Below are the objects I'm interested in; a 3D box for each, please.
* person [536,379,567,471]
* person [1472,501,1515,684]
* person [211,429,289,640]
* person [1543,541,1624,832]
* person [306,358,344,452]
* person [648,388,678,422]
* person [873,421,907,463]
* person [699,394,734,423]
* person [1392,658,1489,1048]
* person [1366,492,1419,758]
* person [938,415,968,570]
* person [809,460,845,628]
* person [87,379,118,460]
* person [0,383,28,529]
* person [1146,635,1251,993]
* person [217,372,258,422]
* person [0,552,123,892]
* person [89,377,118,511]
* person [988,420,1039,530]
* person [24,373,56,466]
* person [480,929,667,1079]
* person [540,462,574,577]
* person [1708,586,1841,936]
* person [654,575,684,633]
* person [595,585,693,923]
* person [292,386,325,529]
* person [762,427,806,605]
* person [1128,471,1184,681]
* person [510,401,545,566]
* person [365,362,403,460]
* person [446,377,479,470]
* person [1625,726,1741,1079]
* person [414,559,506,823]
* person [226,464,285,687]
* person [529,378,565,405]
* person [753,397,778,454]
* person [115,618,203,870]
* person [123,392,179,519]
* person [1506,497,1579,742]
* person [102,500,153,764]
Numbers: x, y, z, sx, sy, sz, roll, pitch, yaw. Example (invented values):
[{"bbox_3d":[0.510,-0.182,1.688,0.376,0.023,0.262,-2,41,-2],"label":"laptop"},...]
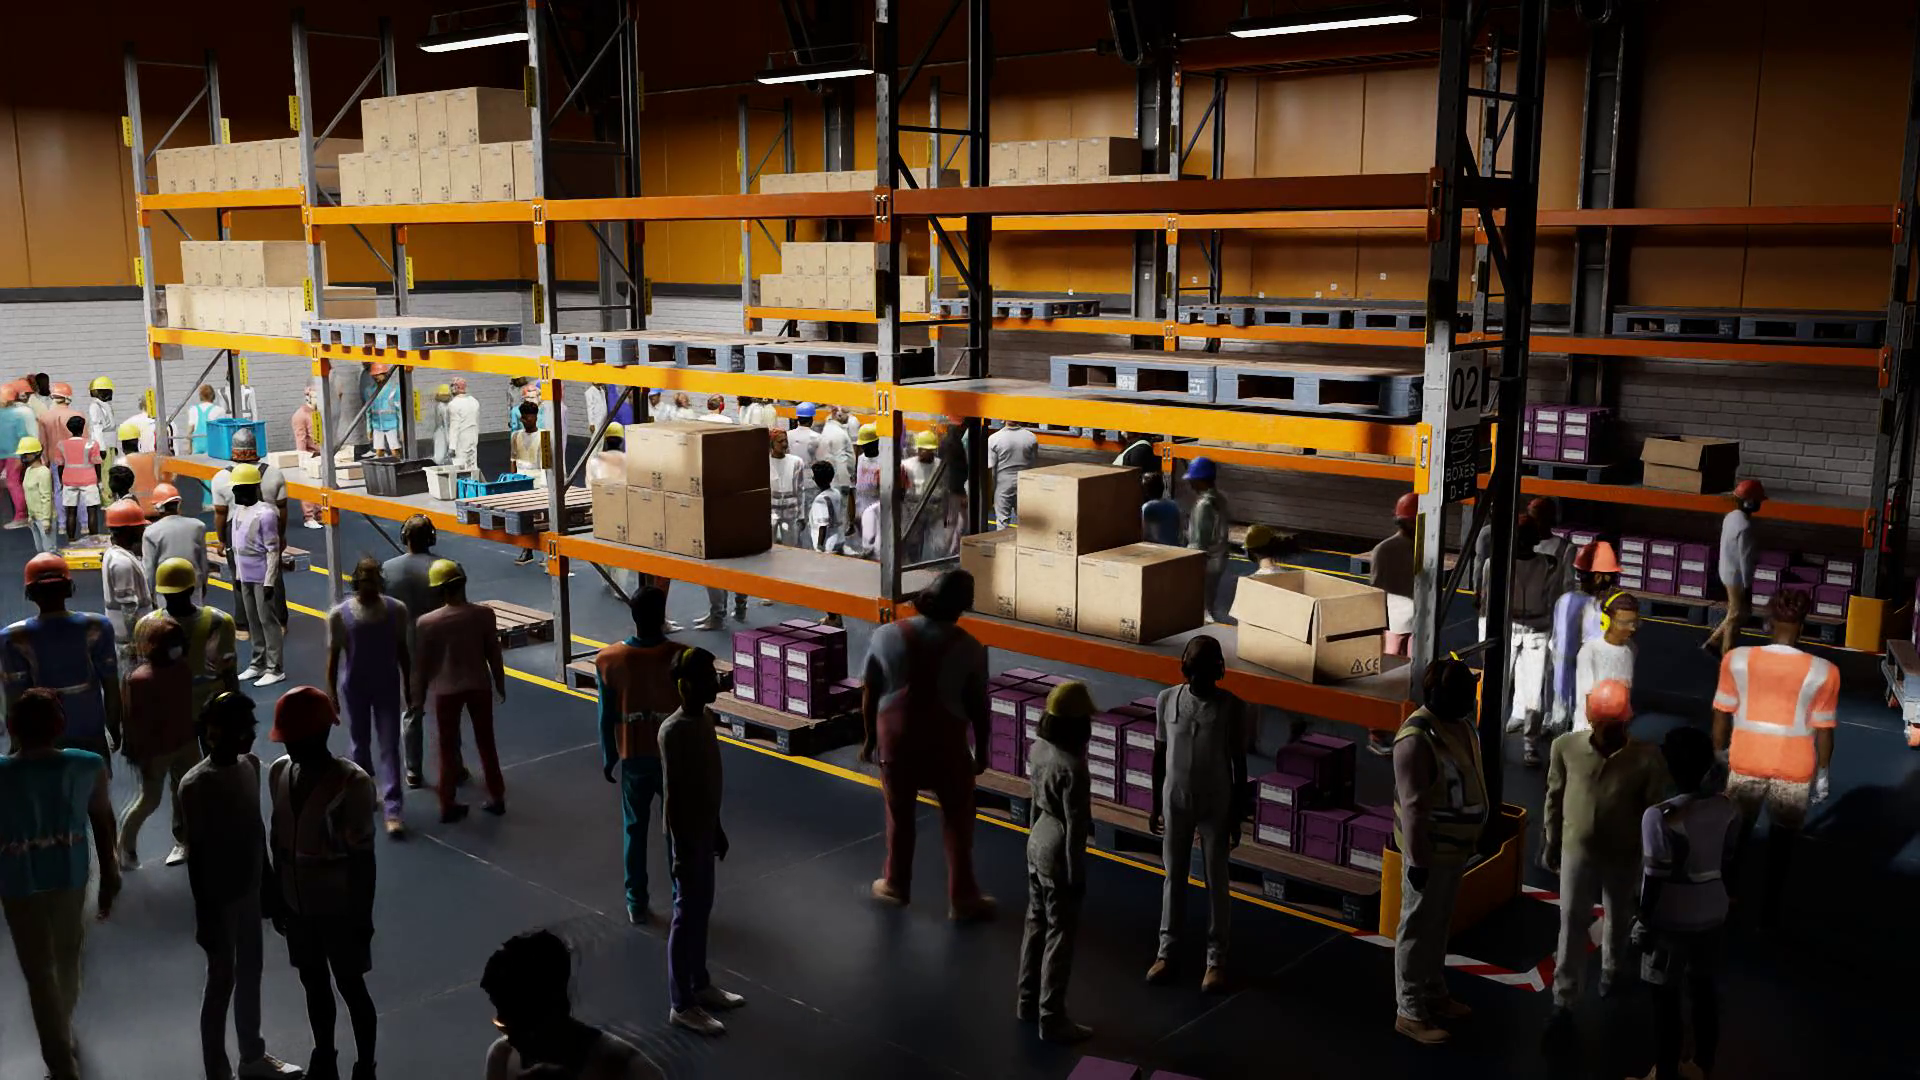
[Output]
[{"bbox_3d":[-5.743,-1.287,23.264,0.419,1.939,0.606,6,12,32],"label":"person"},{"bbox_3d":[4.640,0.395,14.314,0.577,1.742,0.364,-3,11,-19],"label":"person"},{"bbox_3d":[-6.844,-0.062,16.041,0.672,2.000,0.536,-7,12,-34],"label":"person"},{"bbox_3d":[3.963,0.961,10.550,0.379,1.938,0.547,-2,10,-9],"label":"person"},{"bbox_3d":[-10.612,-2.123,27.695,0.536,2.000,0.691,6,12,31],"label":"person"},{"bbox_3d":[-4.194,-1.246,23.030,0.646,1.932,0.443,2,10,14],"label":"person"},{"bbox_3d":[-0.875,-0.917,21.211,0.549,1.927,0.393,-9,14,-42],"label":"person"},{"bbox_3d":[-3.225,-1.004,21.956,0.560,1.836,0.394,4,11,24],"label":"person"},{"bbox_3d":[2.300,1.466,7.967,0.429,1.844,0.624,7,12,35],"label":"person"},{"bbox_3d":[3.306,0.623,12.337,0.627,1.985,0.409,-5,11,-27],"label":"person"},{"bbox_3d":[-0.030,-0.586,19.235,0.550,1.954,0.632,1,10,6],"label":"person"},{"bbox_3d":[-1.305,0.059,16.332,0.321,1.696,0.530,2,10,13],"label":"person"},{"bbox_3d":[-13.239,-1.614,25.680,0.484,1.737,0.321,9,13,41],"label":"person"},{"bbox_3d":[-12.854,-1.117,22.251,0.738,1.955,0.451,0,10,1],"label":"person"},{"bbox_3d":[1.208,1.377,8.466,0.508,1.845,0.345,4,11,24],"label":"person"},{"bbox_3d":[-11.374,-1.785,26.220,0.574,1.887,0.355,-5,11,-25],"label":"person"},{"bbox_3d":[-5.173,1.078,9.603,0.605,2.040,0.385,-8,13,-37],"label":"person"},{"bbox_3d":[-12.185,-1.370,23.767,0.378,1.925,0.588,-2,10,-12],"label":"person"},{"bbox_3d":[0.604,-0.637,19.673,0.639,1.908,0.409,-3,10,-16],"label":"person"},{"bbox_3d":[-13.644,-1.549,24.868,0.593,1.898,0.446,-9,13,-41],"label":"person"},{"bbox_3d":[-1.037,1.994,4.711,0.651,1.934,0.596,6,12,29],"label":"person"},{"bbox_3d":[-4.644,-0.391,19.026,0.307,1.644,0.514,-6,12,-30],"label":"person"},{"bbox_3d":[4.405,1.221,9.057,0.615,1.952,0.523,8,13,37],"label":"person"},{"bbox_3d":[-2.933,-0.027,16.241,0.409,1.907,0.597,-5,11,-28],"label":"person"},{"bbox_3d":[-1.712,1.199,9.272,0.587,1.914,0.392,0,10,0],"label":"person"},{"bbox_3d":[-8.653,-1.116,22.378,0.399,1.910,0.643,3,10,15],"label":"person"},{"bbox_3d":[-1.909,-0.250,17.552,0.585,1.881,0.343,-4,11,-20],"label":"person"},{"bbox_3d":[1.662,0.317,14.508,0.435,1.823,0.708,10,14,44],"label":"person"},{"bbox_3d":[-5.047,-0.668,19.678,0.616,1.963,0.361,3,10,15],"label":"person"},{"bbox_3d":[-8.839,-1.734,25.533,0.609,2.036,0.407,1,10,5],"label":"person"},{"bbox_3d":[-7.168,-1.383,23.904,0.403,1.902,0.651,3,10,16],"label":"person"},{"bbox_3d":[3.170,1.652,7.315,0.537,1.697,0.320,-5,11,-25],"label":"person"},{"bbox_3d":[-3.289,0.986,10.960,0.585,1.747,0.387,-6,11,-29],"label":"person"},{"bbox_3d":[-6.076,0.297,14.327,0.585,1.928,0.370,8,13,39],"label":"person"},{"bbox_3d":[-6.715,-1.954,27.029,0.630,1.940,0.372,-9,13,-40],"label":"person"},{"bbox_3d":[-2.862,-1.401,24.481,0.355,1.736,0.575,-4,11,-20],"label":"person"},{"bbox_3d":[-4.782,1.235,9.960,0.817,1.600,0.511,4,11,22],"label":"person"},{"bbox_3d":[-10.294,-0.911,21.174,0.647,1.923,0.583,-3,11,-18],"label":"person"},{"bbox_3d":[4.441,0.598,12.765,0.340,1.879,0.572,-8,13,-39],"label":"person"},{"bbox_3d":[-6.053,0.669,12.202,0.361,1.935,0.552,-6,12,-31],"label":"person"}]
